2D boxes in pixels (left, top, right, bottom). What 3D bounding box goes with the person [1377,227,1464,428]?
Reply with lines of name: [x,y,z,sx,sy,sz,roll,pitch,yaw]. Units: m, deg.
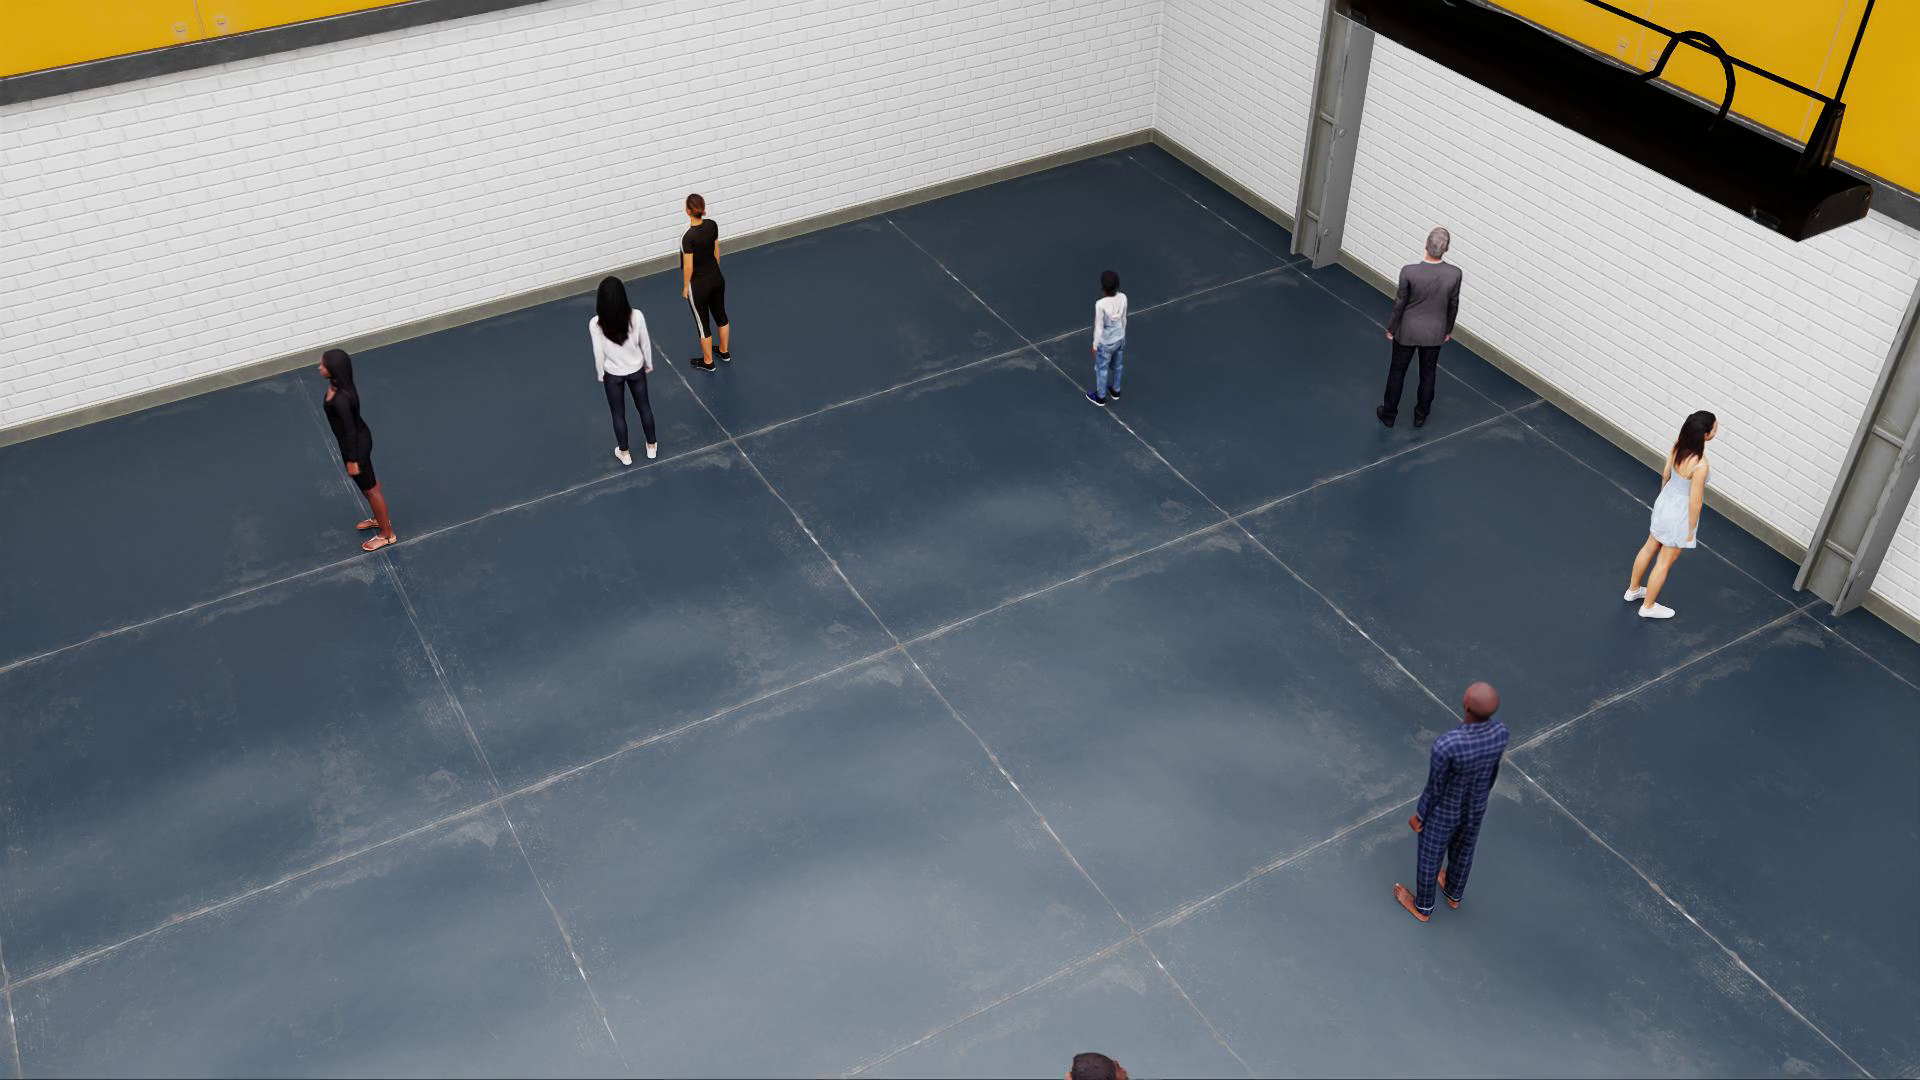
person: [3.808,-1.752,13.755,0.798,1.842,0.800,1,39,1]

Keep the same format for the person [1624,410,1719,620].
person: [5.106,-0.195,11.896,0.712,1.730,0.578,-7,39,-8]

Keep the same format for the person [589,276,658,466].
person: [-2.705,-1.367,13.386,0.636,1.701,0.589,-15,41,-18]

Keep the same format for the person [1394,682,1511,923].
person: [2.886,1.520,9.677,0.688,1.818,0.623,-14,41,-17]

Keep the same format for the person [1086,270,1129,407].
person: [1.274,-1.728,14.192,0.472,1.260,0.481,-20,43,-23]

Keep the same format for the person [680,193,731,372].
person: [-2.232,-2.266,14.538,0.639,1.669,0.651,26,45,29]

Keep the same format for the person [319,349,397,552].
person: [-4.562,-0.699,12.534,0.698,1.720,0.491,-14,41,-17]
